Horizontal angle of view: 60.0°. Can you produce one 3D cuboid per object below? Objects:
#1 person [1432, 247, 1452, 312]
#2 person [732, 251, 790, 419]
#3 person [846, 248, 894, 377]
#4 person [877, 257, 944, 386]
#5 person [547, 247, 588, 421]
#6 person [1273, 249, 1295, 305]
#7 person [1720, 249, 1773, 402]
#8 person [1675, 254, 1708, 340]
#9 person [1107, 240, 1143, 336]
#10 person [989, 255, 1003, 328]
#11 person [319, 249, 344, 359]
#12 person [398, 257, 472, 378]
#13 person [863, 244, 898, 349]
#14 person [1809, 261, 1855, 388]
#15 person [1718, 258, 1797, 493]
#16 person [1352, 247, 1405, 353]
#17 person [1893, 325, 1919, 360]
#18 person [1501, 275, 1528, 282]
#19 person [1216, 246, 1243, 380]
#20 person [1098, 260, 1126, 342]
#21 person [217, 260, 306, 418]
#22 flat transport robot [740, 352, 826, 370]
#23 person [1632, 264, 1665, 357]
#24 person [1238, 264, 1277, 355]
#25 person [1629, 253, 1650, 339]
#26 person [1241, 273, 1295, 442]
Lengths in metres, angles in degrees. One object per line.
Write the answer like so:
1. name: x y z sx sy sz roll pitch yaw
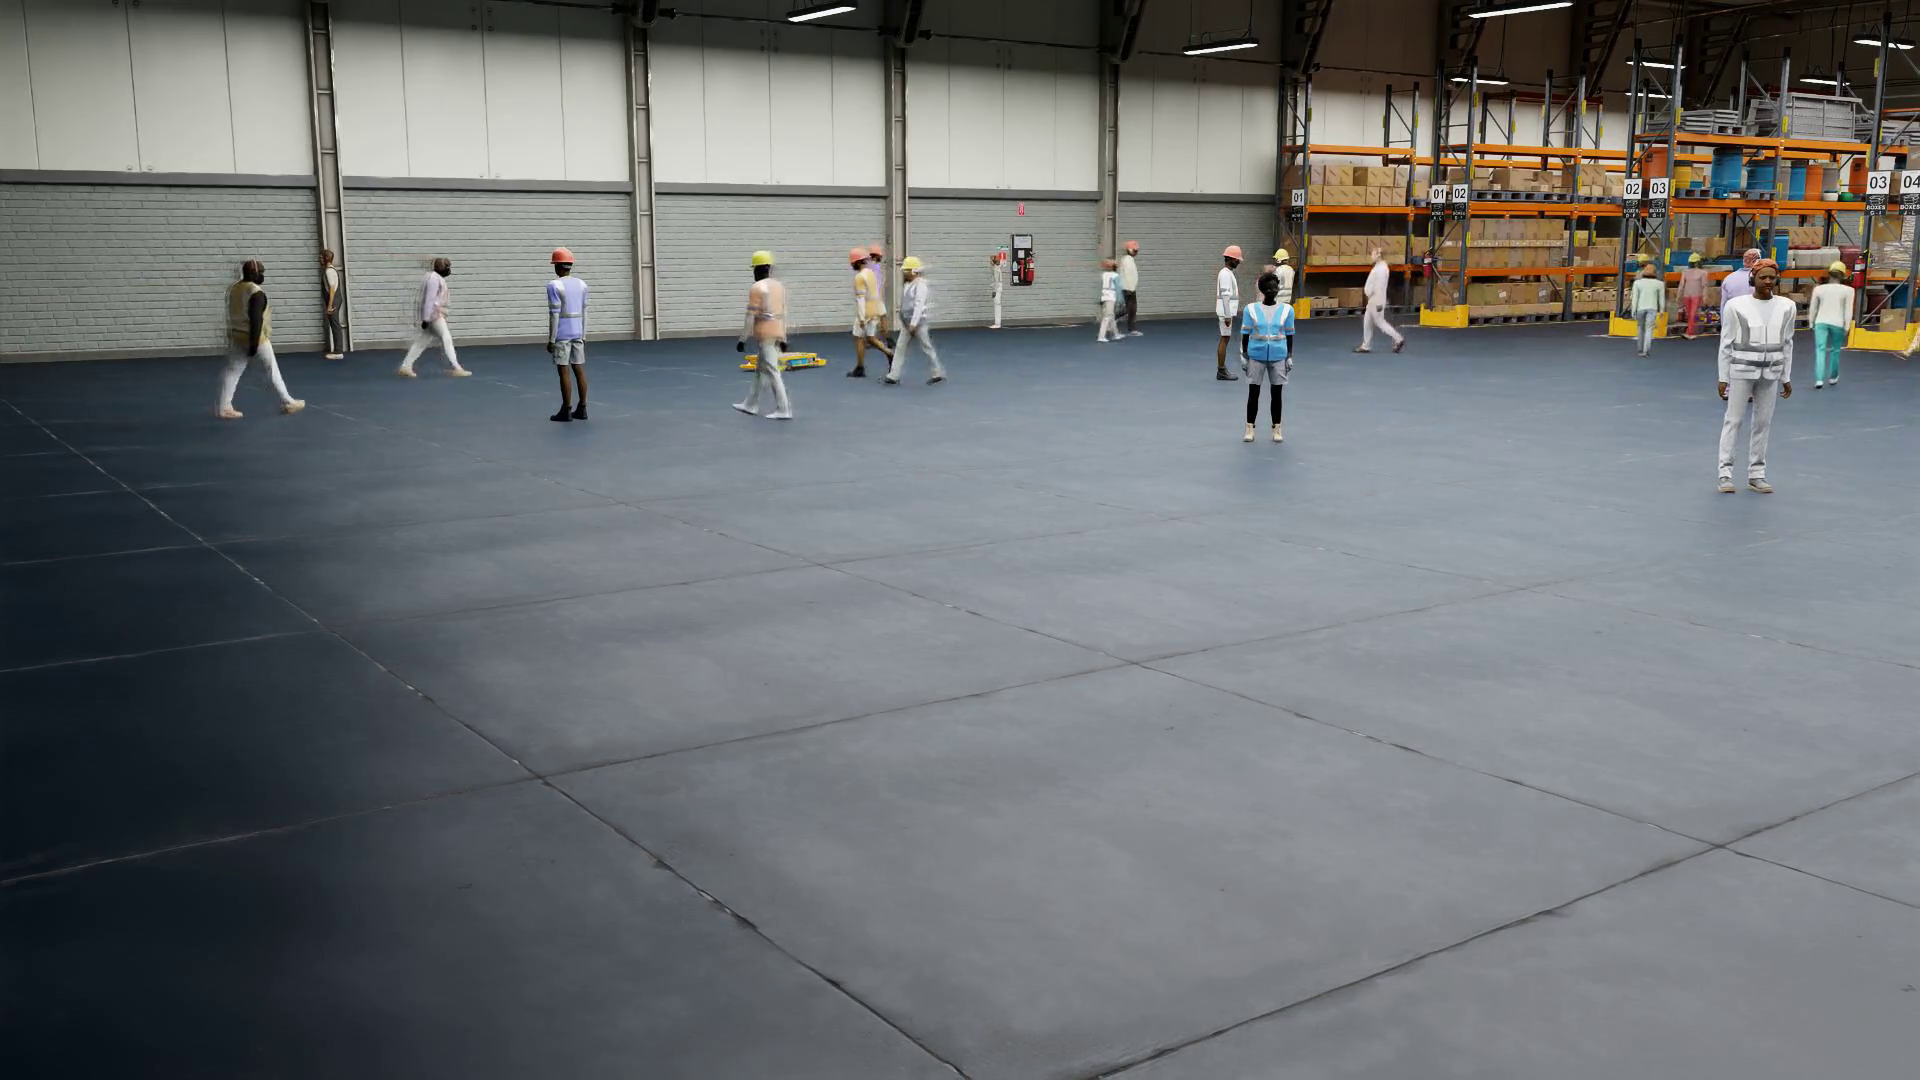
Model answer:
1. person: 12.439 -6.662 42.858 0.808 1.832 0.552 -10 14 -42
2. person: -2.302 -2.312 18.861 0.919 1.890 0.591 4 11 22
3. person: -1.300 -3.306 24.290 0.752 1.896 0.609 4 11 22
4. person: -0.640 -2.996 22.909 0.949 1.787 0.591 -6 12 -30
5. person: -4.415 -2.296 18.626 0.356 1.936 0.551 7 12 32
6. person: 5.837 -4.383 30.345 0.403 1.837 0.590 10 14 42
7. person: 9.865 -2.682 20.829 0.409 1.906 0.652 -8 13 -37
8. person: 14.516 -4.817 33.068 0.898 1.712 0.542 -7 13 -35
9. person: 3.433 -5.229 34.578 0.680 1.980 0.614 3 11 17
10. person: 0.806 -5.586 37.476 0.311 1.642 0.512 1 10 4
11. person: -10.605 -3.970 28.057 0.350 1.846 0.506 -2 11 -13
12. person: -7.786 -3.260 24.417 1.013 1.773 0.630 -4 11 -20
13. person: -1.454 -4.458 30.559 0.875 1.905 0.570 -5 12 -26
14. person: 11.896 -2.938 22.739 0.536 1.714 0.915 6 12 31
15. person: 6.398 -1.313 13.387 0.582 1.882 0.338 0 10 3
16. person: 7.441 -4.234 29.418 0.822 1.883 0.650 1 10 6
17. person: 16.039 -3.748 27.526 0.874 1.582 0.521 8 13 38
18. person: 14.216 -6.660 42.738 0.615 1.875 0.965 10 14 44
19. person: 3.879 -3.269 23.988 0.370 1.928 0.543 2 10 9
20. person: 3.016 -4.687 32.655 0.835 1.599 0.541 -6 12 -29
21. person: -8.084 -2.289 19.022 0.623 1.787 1.012 7 13 35
22. flat transport robot: -2.757 -2.802 25.973 0.652 0.197 1.431 6 12 28
23. person: 11.881 -3.966 28.738 0.512 1.592 0.850 5 11 26
24. person: 5.031 -3.753 27.511 0.761 1.606 0.512 2 10 9
25. person: 13.664 -4.874 33.353 0.436 1.729 0.490 -1 10 -7
26. person: 3.081 -1.823 16.688 0.541 1.698 0.315 1 10 7
